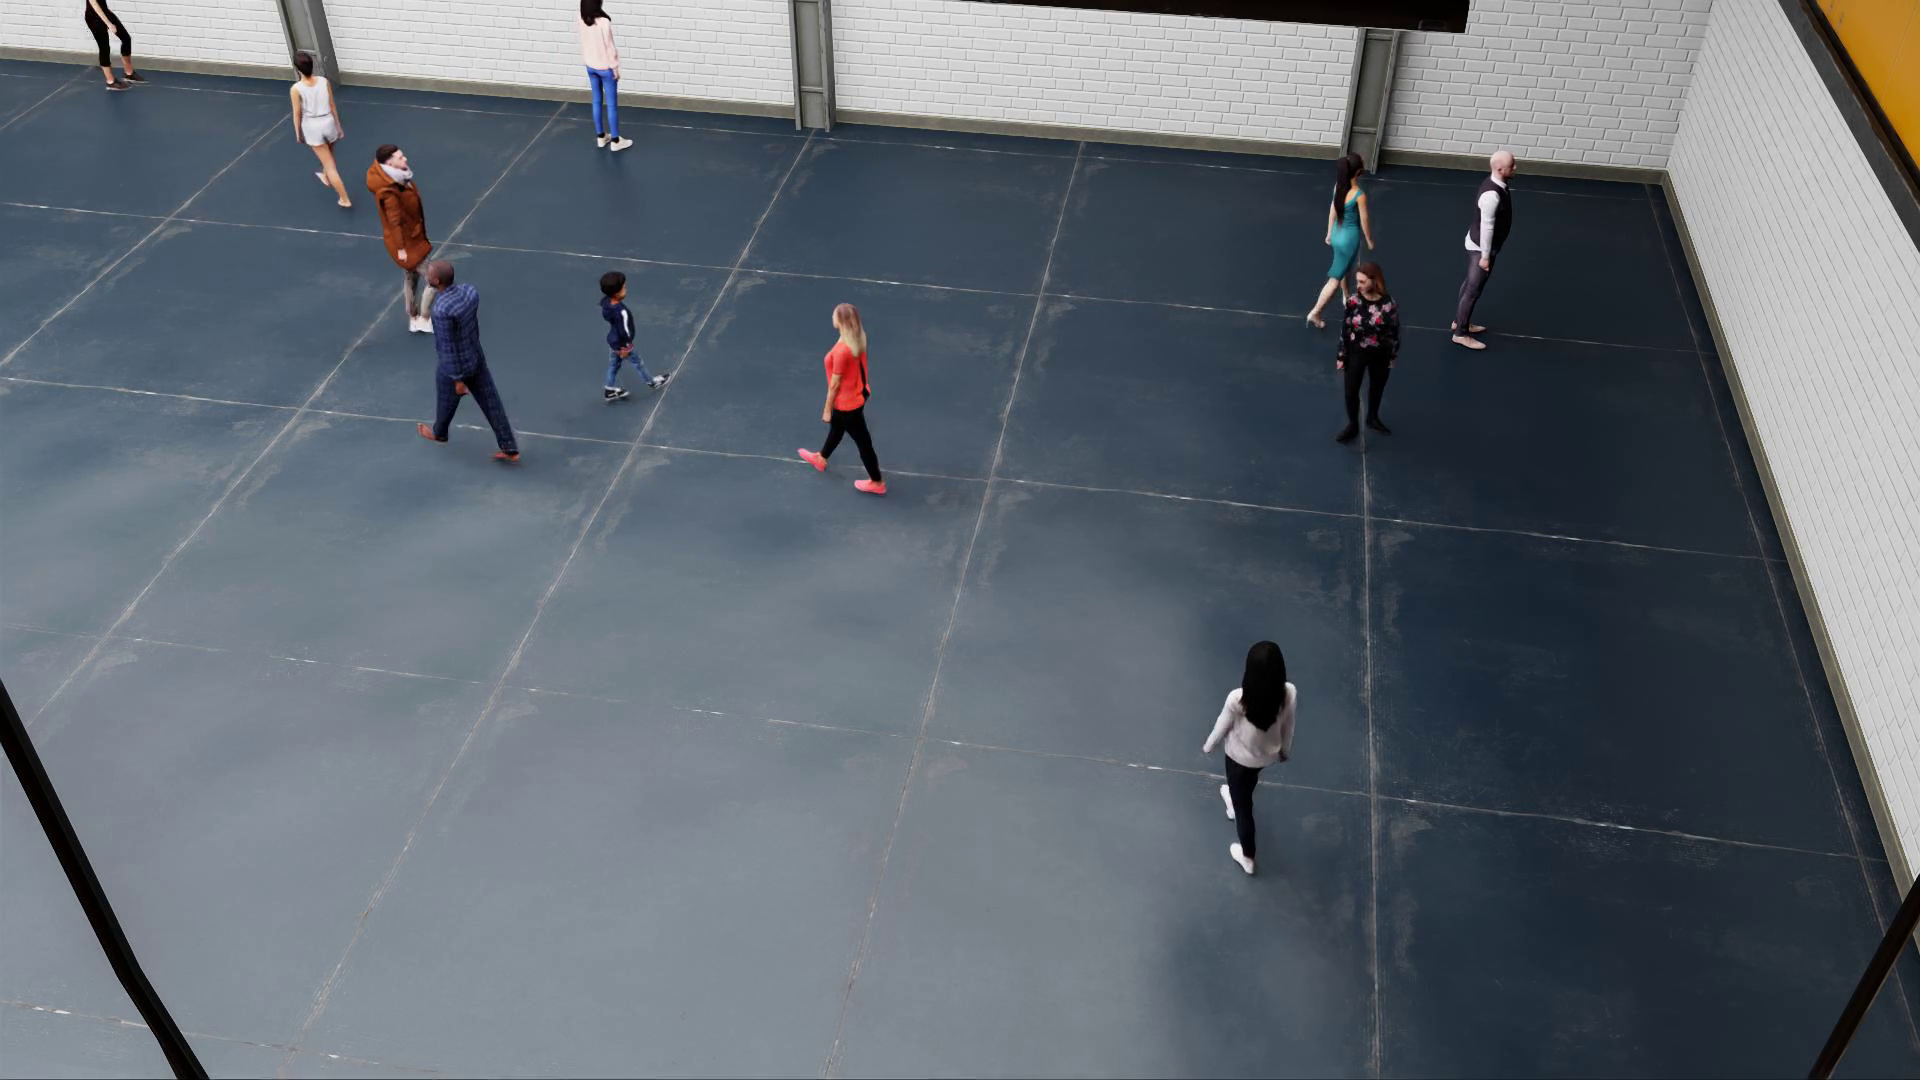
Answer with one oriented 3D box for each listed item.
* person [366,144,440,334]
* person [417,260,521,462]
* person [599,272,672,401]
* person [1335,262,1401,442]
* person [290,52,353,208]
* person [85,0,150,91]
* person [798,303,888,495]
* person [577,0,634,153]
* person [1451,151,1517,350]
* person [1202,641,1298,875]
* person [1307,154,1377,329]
[{"bbox_3d":[-4.978,-2.621,14.714,0.871,1.826,0.850,-13,40,-16],"label":"person"},{"bbox_3d":[-3.865,-1.375,13.191,1.246,1.780,0.878,15,41,18],"label":"person"},{"bbox_3d":[-2.917,-1.690,14.057,0.901,1.191,0.811,-19,42,-22],"label":"person"},{"bbox_3d":[3.332,-1.521,13.471,0.603,1.659,0.779,3,39,4],"label":"person"},{"bbox_3d":[-6.420,-4.096,16.776,0.974,1.557,1.112,-31,48,-33],"label":"person"},{"bbox_3d":[-9.889,-5.935,18.960,0.700,1.707,0.606,0,39,1],"label":"person"},{"bbox_3d":[-0.757,-1.052,12.881,1.059,1.663,0.708,11,40,14],"label":"person"},{"bbox_3d":[-3.845,-5.051,17.804,0.639,1.768,0.784,23,44,26],"label":"person"},{"bbox_3d":[4.618,-2.576,14.659,0.613,1.824,0.703,10,40,12],"label":"person"},{"bbox_3d":[1.764,1.338,9.878,0.965,1.675,0.952,-14,41,-16],"label":"person"},{"bbox_3d":[3.393,-2.626,14.859,0.990,1.653,0.865,-18,42,-21],"label":"person"}]
